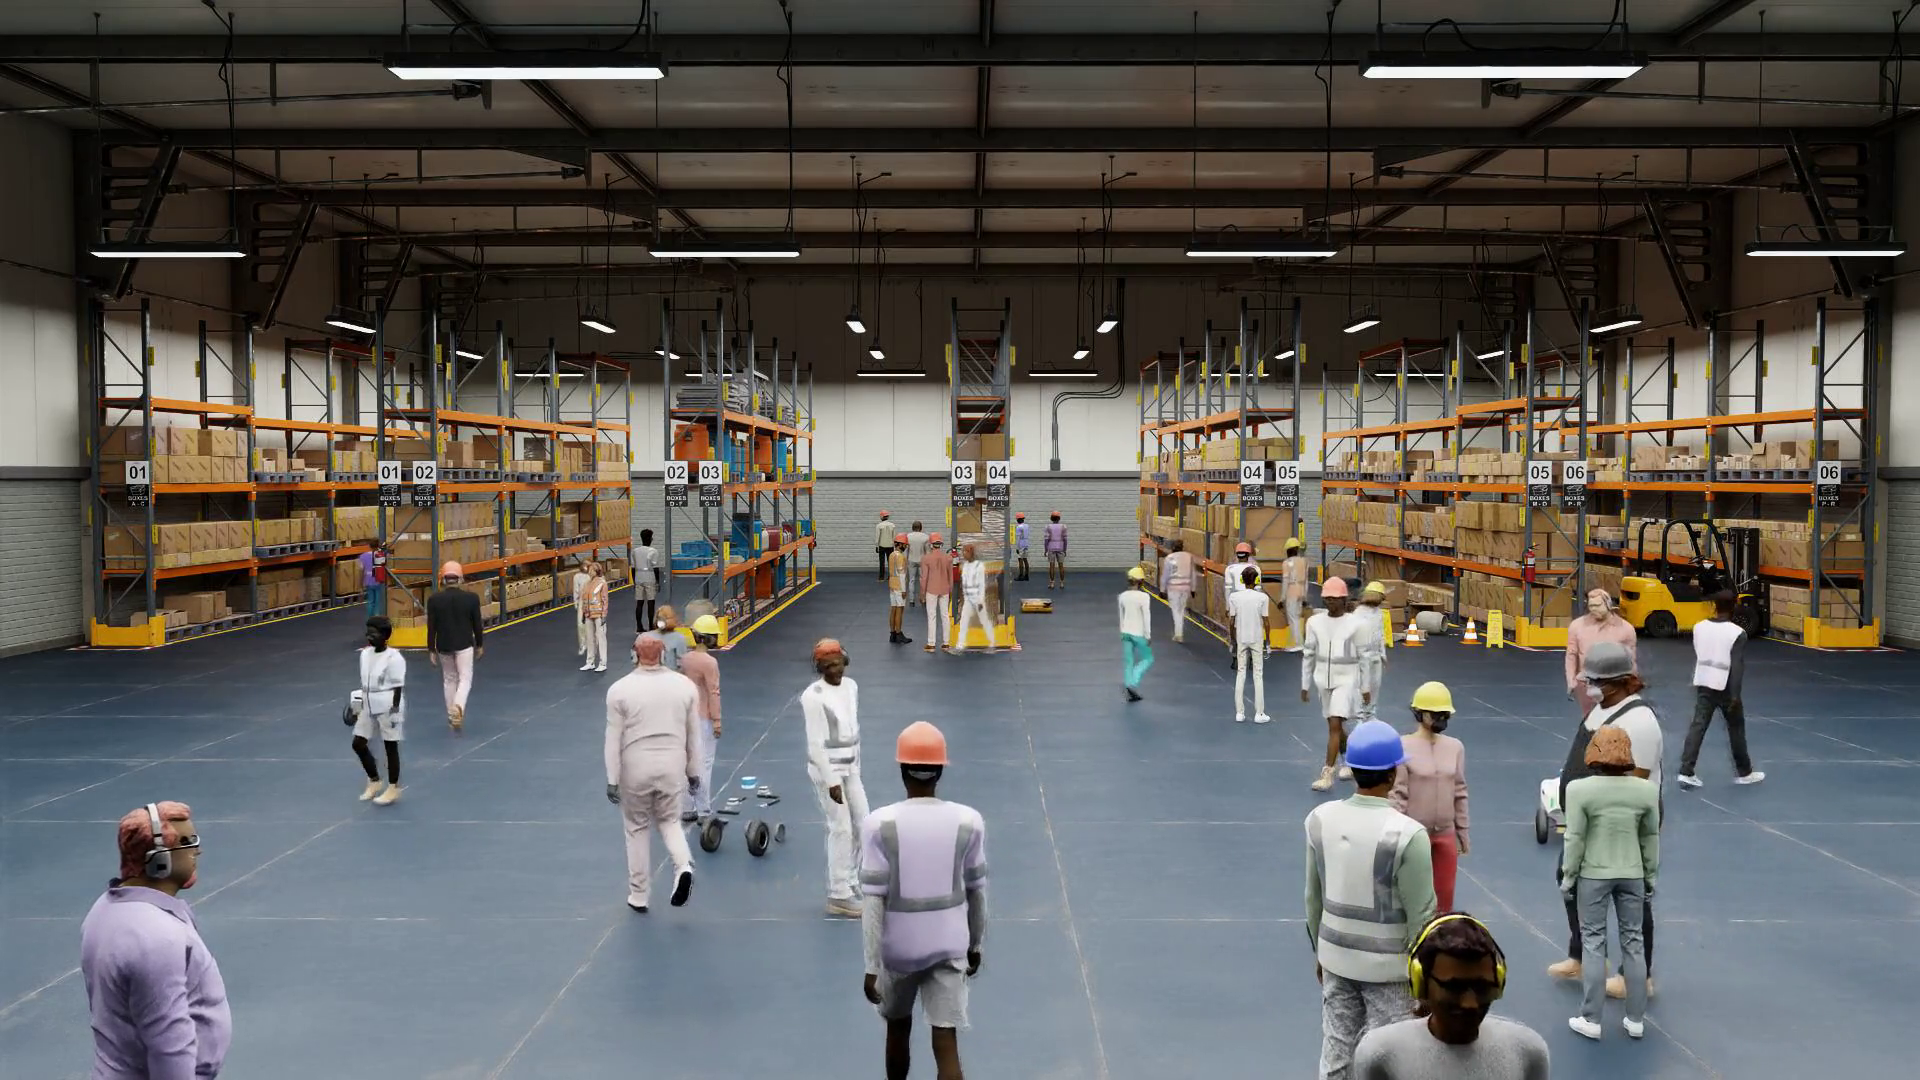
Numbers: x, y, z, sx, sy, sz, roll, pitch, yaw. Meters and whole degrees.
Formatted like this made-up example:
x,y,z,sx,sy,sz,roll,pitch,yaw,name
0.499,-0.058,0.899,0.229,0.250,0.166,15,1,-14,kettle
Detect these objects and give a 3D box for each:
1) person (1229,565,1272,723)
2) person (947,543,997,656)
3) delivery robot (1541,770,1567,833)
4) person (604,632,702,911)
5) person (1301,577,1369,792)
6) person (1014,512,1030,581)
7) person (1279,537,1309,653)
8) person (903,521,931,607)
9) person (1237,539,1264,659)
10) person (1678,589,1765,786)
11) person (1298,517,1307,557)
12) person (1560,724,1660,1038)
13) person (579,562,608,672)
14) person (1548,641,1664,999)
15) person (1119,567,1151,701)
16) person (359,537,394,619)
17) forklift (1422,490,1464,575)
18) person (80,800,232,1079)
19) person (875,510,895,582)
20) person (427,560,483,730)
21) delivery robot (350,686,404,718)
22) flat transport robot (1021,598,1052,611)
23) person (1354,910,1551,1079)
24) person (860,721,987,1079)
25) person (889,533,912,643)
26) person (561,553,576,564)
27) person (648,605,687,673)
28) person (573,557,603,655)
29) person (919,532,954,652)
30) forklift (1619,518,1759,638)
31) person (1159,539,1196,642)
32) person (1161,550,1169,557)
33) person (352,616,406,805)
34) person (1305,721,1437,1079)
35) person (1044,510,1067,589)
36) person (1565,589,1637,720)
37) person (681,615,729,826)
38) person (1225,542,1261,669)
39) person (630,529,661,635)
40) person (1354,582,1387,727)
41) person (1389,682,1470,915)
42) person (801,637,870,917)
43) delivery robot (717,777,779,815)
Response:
x,y,z,sx,sy,sz,roll,pitch,yaw,name
3.474,1.239,19.310,0.513,1.872,0.328,1,2,24,person
0.235,0.976,26.406,0.981,1.837,0.636,-2,3,-40,person
4.920,2.109,13.097,0.477,0.478,0.707,1,2,15,delivery robot
-2.045,1.570,10.886,0.661,1.886,0.606,-1,3,-28,person
3.572,1.338,15.350,0.622,1.998,1.063,2,3,36,person
1.719,0.181,45.258,0.389,1.929,0.545,2,3,36,person
5.575,0.909,27.009,0.594,1.929,0.391,-2,3,-39,person
-0.961,0.533,36.327,0.627,1.933,0.371,0,2,7,person
4.623,0.949,25.856,0.468,1.925,0.649,0,2,-12,person
7.208,1.401,15.339,0.995,1.875,0.608,-1,3,-26,person
8.973,0.322,42.773,0.429,1.844,0.626,1,3,32,person
3.415,1.785,8.490,0.508,1.632,0.270,0,2,-1,person
-5.487,1.155,24.272,0.511,1.641,0.307,2,3,34,person
3.630,1.579,9.156,0.659,2.000,0.691,0,2,-1,person
2.298,1.225,21.015,0.361,1.751,0.552,-2,3,-42,person
-10.769,0.850,29.884,0.575,1.809,0.893,0,2,-4,person
13.926,-0.371,47.846,1.873,2.768,1.129,0,2,0,forklift
-2.530,1.784,5.130,0.405,1.911,0.636,-2,3,-42,person
-2.090,0.164,44.954,0.615,1.987,0.407,-2,3,-33,person
-5.842,1.219,18.639,0.617,1.971,0.873,0,2,-5,person
-6.927,1.866,19.203,0.477,0.478,0.707,0,2,11,delivery robot
1.674,1.410,35.370,0.652,0.197,1.431,0,2,2,flat transport robot
1.273,1.855,4.101,0.534,1.855,0.415,0,2,-7,person
-0.160,1.726,6.958,0.567,1.878,0.996,0,2,-11,person
-1.061,0.846,28.479,0.368,1.929,0.542,-1,2,-24,person
-10.709,0.317,43.648,0.571,1.784,0.900,0,2,12,person
-3.012,1.466,16.514,0.528,1.620,0.373,1,2,24,person
-6.086,1.083,26.449,0.512,1.614,0.586,0,2,-5,person
-0.394,0.869,27.055,0.611,1.996,0.378,-1,3,-26,person
13.417,0.684,29.791,2.313,2.155,1.214,0,2,0,forklift
3.822,0.888,28.738,0.650,1.816,0.766,-1,2,-22,person
5.552,0.282,44.280,0.845,1.791,0.603,0,2,-4,person
-5.187,1.522,14.371,0.552,1.682,0.435,1,3,28,person
1.669,1.706,6.546,0.380,1.951,0.607,-2,3,-39,person
2.495,0.248,42.188,0.605,2.038,0.394,0,2,-7,person
6.270,1.388,15.765,0.632,1.863,0.965,1,3,32,person
-2.162,1.516,13.668,0.329,1.765,0.533,-2,3,-38,person
4.309,1.002,24.594,0.545,1.927,0.385,0,2,11,person
-5.794,0.773,29.831,0.600,1.967,0.367,1,2,24,person
4.719,1.344,18.665,0.600,1.714,0.351,-2,3,-35,person
2.696,1.692,9.273,0.525,1.768,0.330,-1,2,-18,person
-0.806,1.574,10.830,0.428,1.869,0.615,1,3,28,person
-1.676,1.994,12.772,0.335,0.223,0.698,1,2,20,delivery robot
